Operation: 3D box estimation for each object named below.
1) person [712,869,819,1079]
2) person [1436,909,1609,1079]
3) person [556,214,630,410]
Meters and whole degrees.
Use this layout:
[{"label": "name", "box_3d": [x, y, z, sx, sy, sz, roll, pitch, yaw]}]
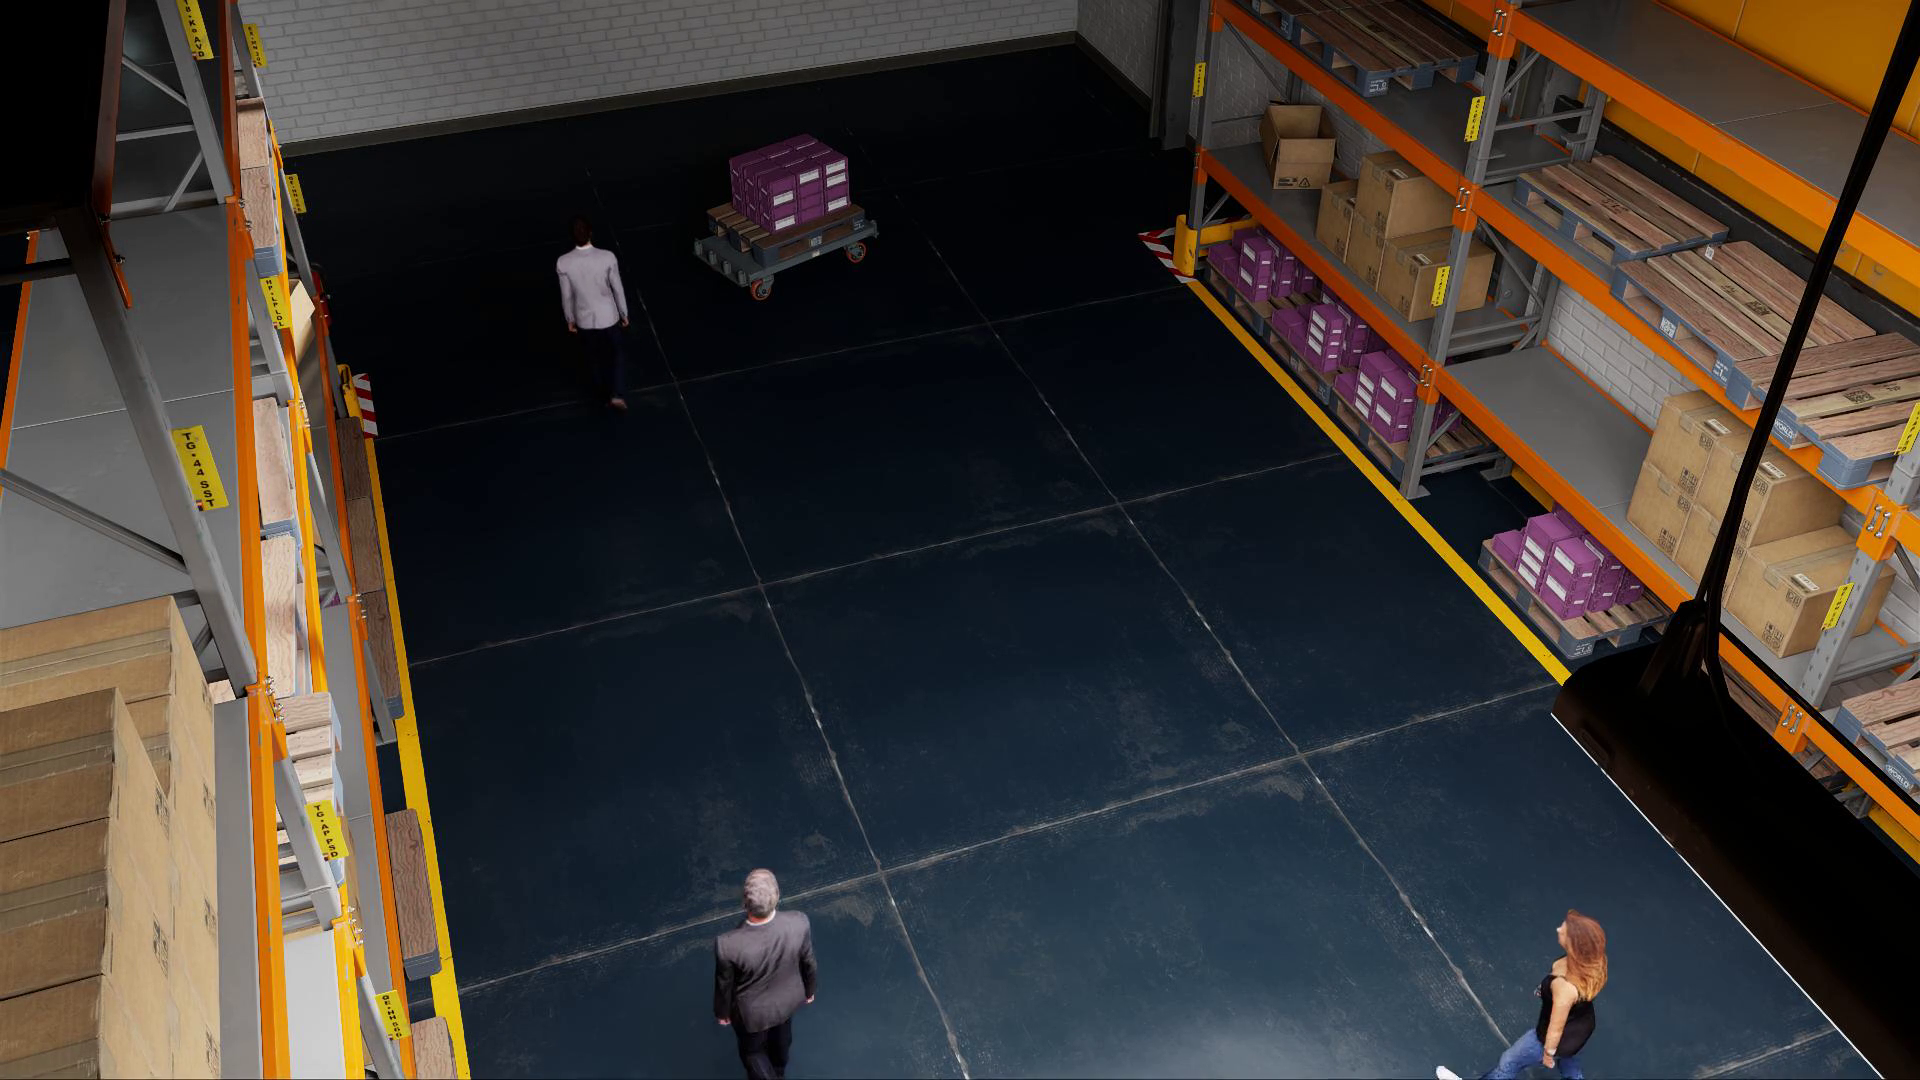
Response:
[{"label": "person", "box_3d": [-0.992, 2.430, 8.664, 0.804, 1.814, 1.088, -17, 42, -20]}, {"label": "person", "box_3d": [3.176, 2.575, 8.586, 0.862, 1.684, 1.079, -31, 48, -33]}, {"label": "person", "box_3d": [-3.057, -1.848, 13.997, 0.786, 1.843, 0.912, -5, 39, -6]}]
